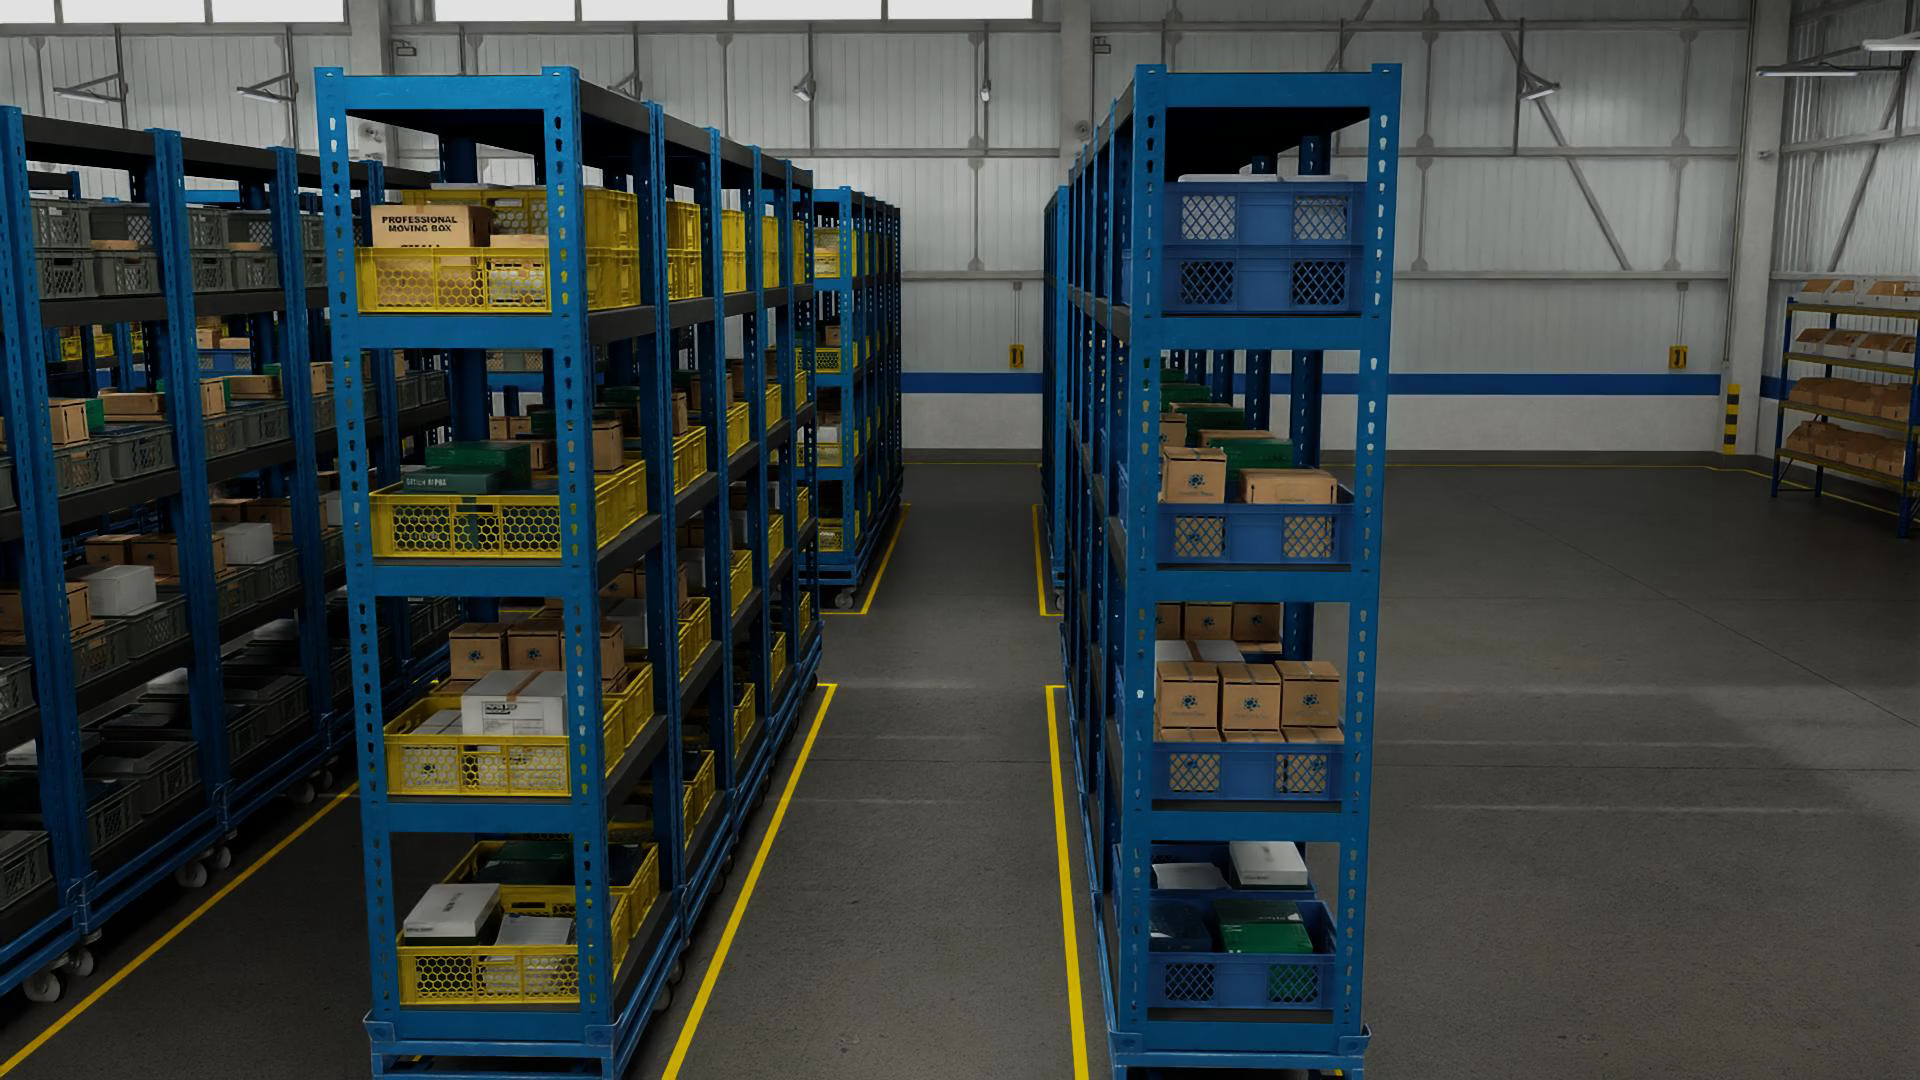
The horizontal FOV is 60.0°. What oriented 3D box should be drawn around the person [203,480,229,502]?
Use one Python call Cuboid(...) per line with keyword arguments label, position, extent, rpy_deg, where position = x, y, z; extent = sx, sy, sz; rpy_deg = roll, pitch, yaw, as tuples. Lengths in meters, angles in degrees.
Cuboid(label="person", position=(-7.643, -0.816, 16.842), extent=(0.419, 1.984, 0.626), rpy_deg=(-2, 10, -13))
